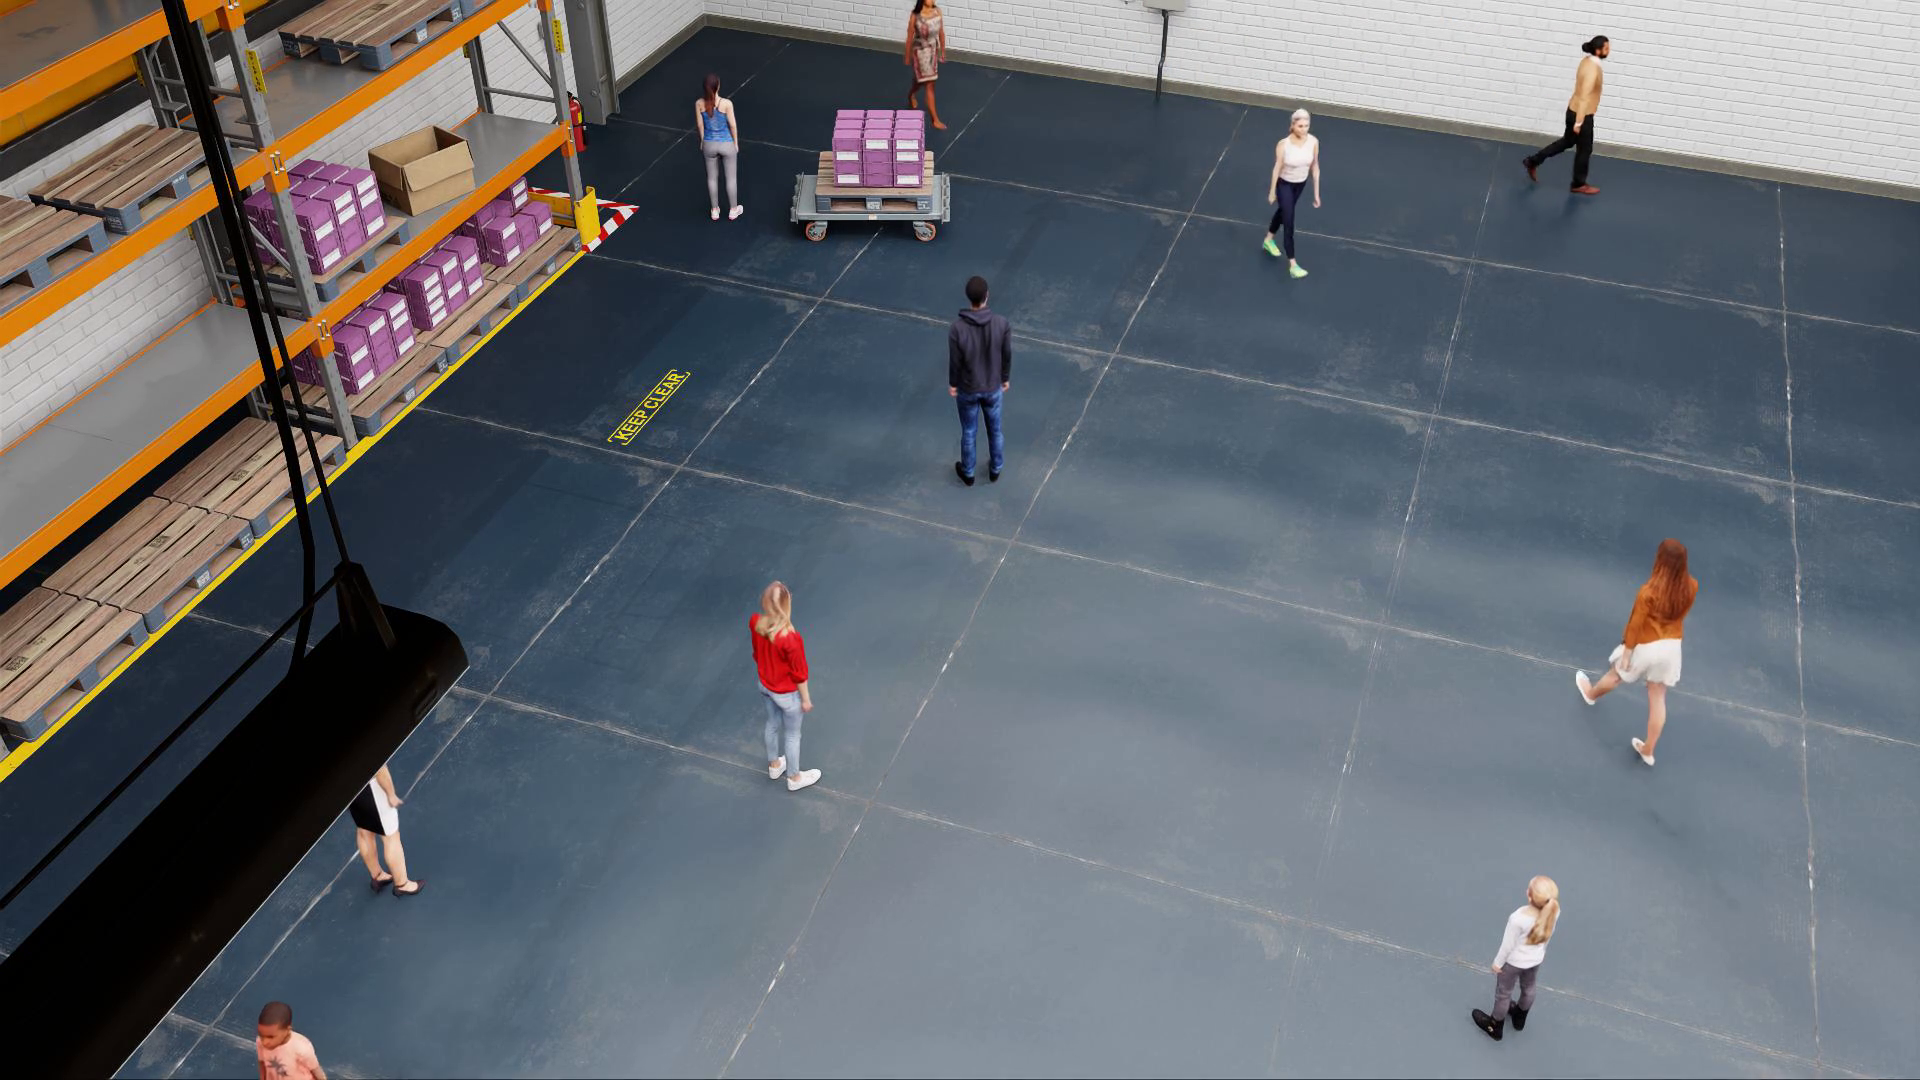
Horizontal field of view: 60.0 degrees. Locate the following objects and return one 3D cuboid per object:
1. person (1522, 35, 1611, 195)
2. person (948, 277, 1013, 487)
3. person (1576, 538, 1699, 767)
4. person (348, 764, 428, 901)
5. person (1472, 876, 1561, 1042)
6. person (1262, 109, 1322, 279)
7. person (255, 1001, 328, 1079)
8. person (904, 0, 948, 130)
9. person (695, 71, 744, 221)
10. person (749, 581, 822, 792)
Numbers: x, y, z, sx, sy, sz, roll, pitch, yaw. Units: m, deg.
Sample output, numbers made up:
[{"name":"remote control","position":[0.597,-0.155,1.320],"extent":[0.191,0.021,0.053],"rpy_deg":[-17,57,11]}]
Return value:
[{"name":"person","position":[6.551,-4.552,17.774],"extent":[0.812,1.737,1.052],"rpy_deg":[7,39,9]},{"name":"person","position":[0.160,-1.269,13.541],"extent":[0.760,1.890,0.766],"rpy_deg":[-8,39,-9]},{"name":"person","position":[4.680,0.794,11.129],"extent":[0.952,1.677,1.170],"rpy_deg":[-4,39,-5]},{"name":"person","position":[-3.613,1.521,10.122],"extent":[0.602,1.796,0.533],"rpy_deg":[17,42,20]},{"name":"person","position":[3.206,2.373,9.470],"extent":[0.573,1.279,0.623],"rpy_deg":[-12,40,-15]},{"name":"person","position":[3.246,-3.515,16.545],"extent":[1.097,1.650,1.201],"rpy_deg":[-14,41,-17]},{"name":"person","position":[-3.494,2.847,8.861],"extent":[0.492,1.298,0.894],"rpy_deg":[14,41,17]},{"name":"person","position":[-0.443,-5.643,19.250],"extent":[1.155,1.599,1.091],"rpy_deg":[-23,44,-26]},{"name":"person","position":[-2.515,-4.105,17.316],"extent":[0.627,1.609,0.643],"rpy_deg":[2,39,3]},{"name":"person","position":[-1.172,0.962,10.896],"extent":[0.680,1.704,0.641],"rpy_deg":[29,47,32]}]
